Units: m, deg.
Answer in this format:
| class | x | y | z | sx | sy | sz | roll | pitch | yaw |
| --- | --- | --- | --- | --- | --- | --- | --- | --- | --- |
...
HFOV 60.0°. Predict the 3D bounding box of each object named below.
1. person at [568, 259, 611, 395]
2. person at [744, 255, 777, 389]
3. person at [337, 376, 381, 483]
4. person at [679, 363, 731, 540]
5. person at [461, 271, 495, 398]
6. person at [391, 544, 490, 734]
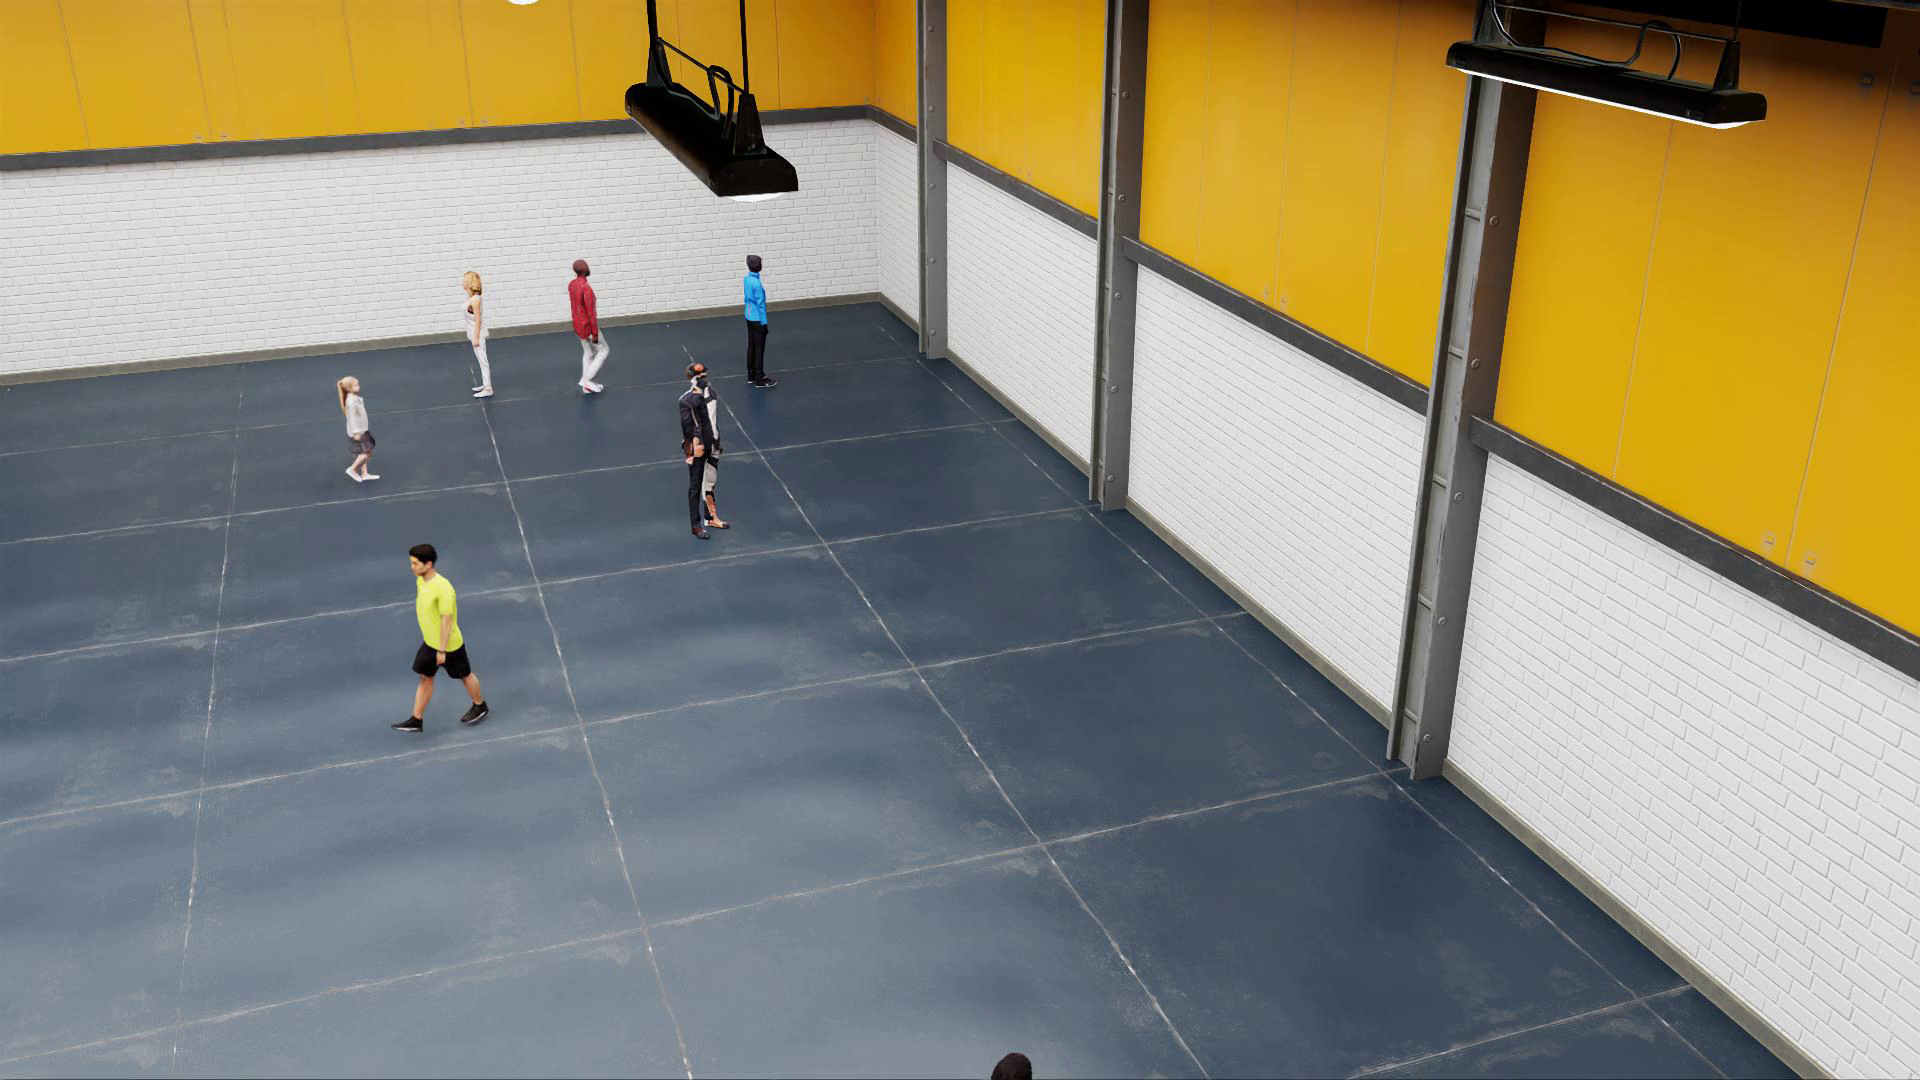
| class | x | y | z | sx | sy | sz | roll | pitch | yaw |
| --- | --- | --- | --- | --- | --- | --- | --- | --- | --- |
| person | -4.985 | -2.788 | 21.919 | 0.847 | 1.807 | 0.730 | -18 | 29 | -35 |
| person | -2.746 | -2.951 | 22.307 | 0.719 | 1.794 | 0.542 | -14 | 27 | -29 |
| person | -6.971 | -1.262 | 19.098 | 0.612 | 1.271 | 0.553 | -4 | 24 | -9 |
| person | -2.746 | -0.979 | 17.674 | 0.799 | 1.893 | 0.771 | 14 | 27 | 30 |
| person | -6.362 | -2.732 | 21.962 | 0.644 | 1.671 | 0.469 | -8 | 25 | -17 |
| person | -4.253 | 0.804 | 13.883 | 1.102 | 1.663 | 1.033 | 19 | 30 | 36 |
